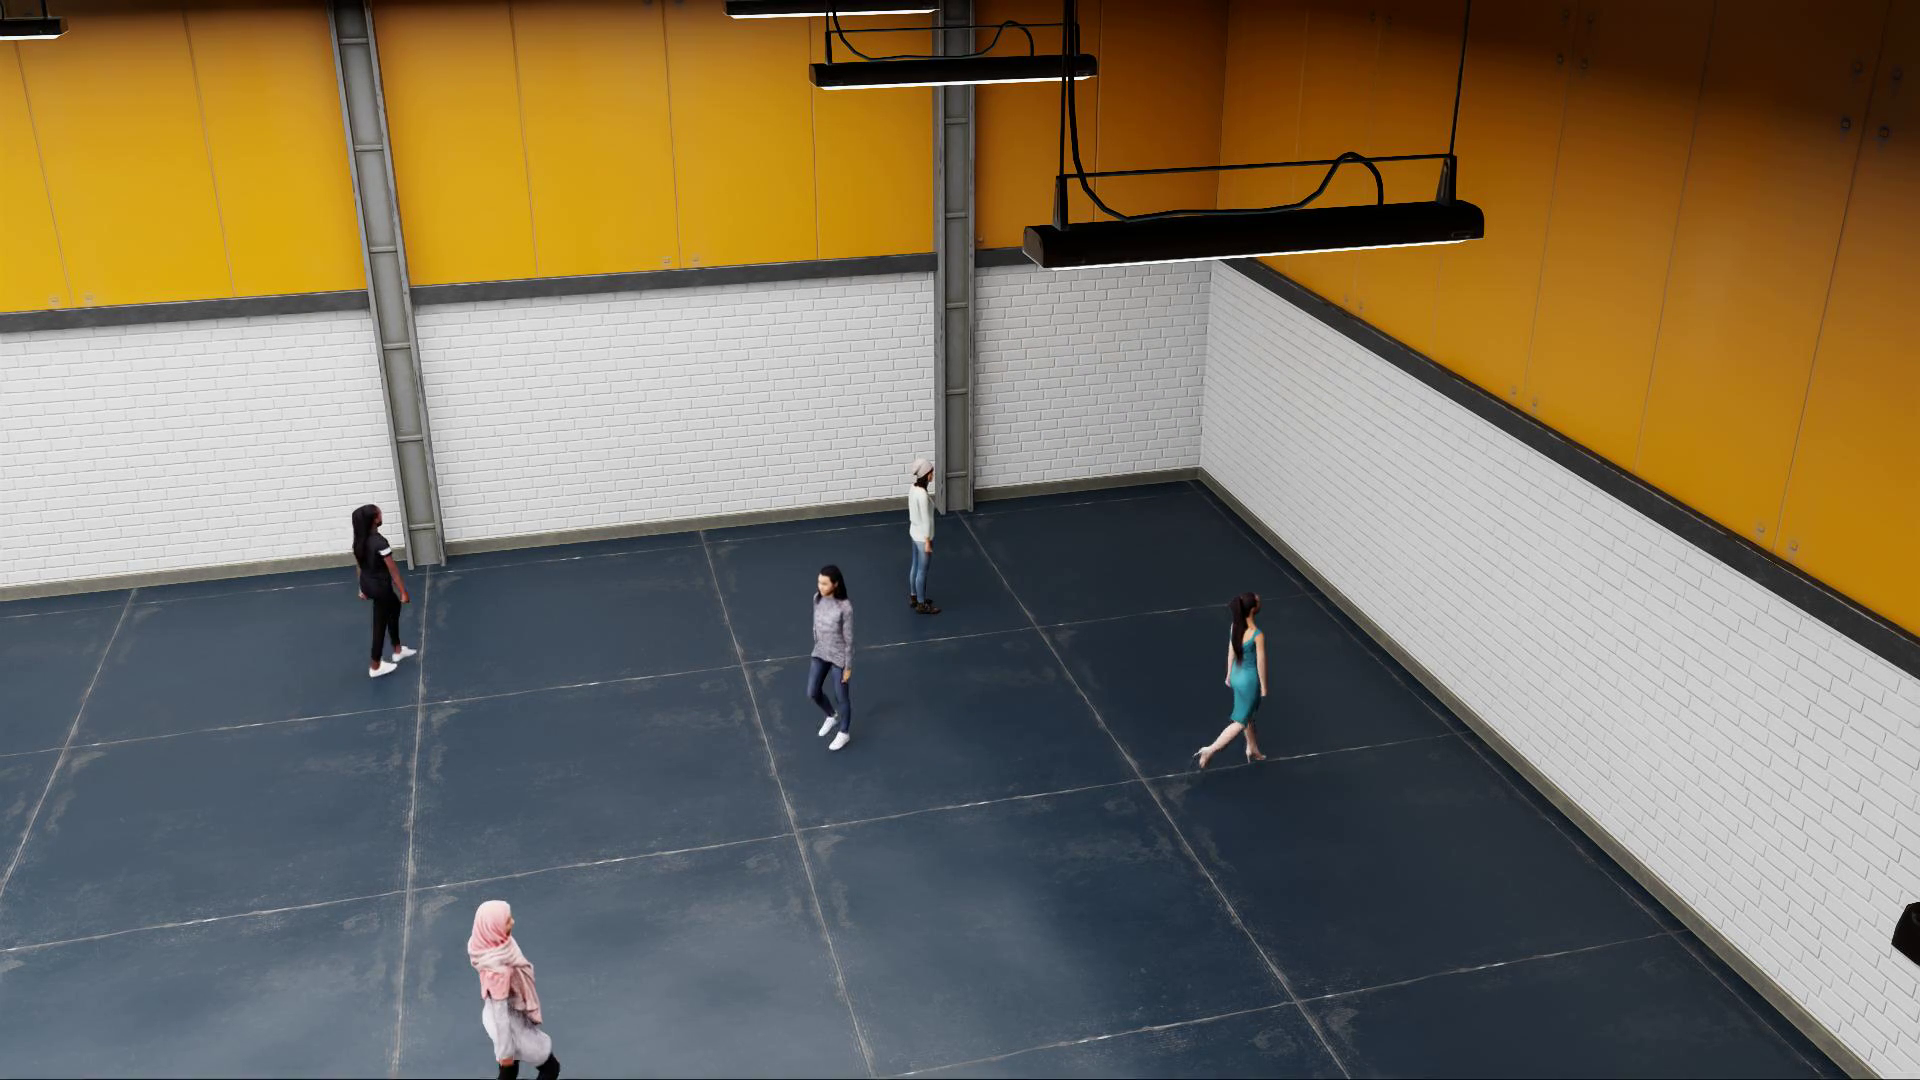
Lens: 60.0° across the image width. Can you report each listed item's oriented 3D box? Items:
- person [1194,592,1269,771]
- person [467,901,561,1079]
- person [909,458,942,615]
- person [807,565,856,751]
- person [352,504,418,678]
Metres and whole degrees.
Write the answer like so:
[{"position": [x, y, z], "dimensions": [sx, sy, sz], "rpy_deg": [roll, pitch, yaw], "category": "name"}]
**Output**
[{"position": [2.341, 1.237, 13.963], "dimensions": [1.044, 1.659, 0.699], "rpy_deg": [-12, 26, -26], "category": "person"}, {"position": [-2.776, 2.937, 9.907], "dimensions": [0.746, 1.792, 0.718], "rpy_deg": [-14, 27, -29], "category": "person"}, {"position": [-0.385, -0.056, 16.932], "dimensions": [0.491, 1.650, 0.567], "rpy_deg": [-7, 25, -16], "category": "person"}, {"position": [-1.041, 0.986, 14.459], "dimensions": [0.736, 1.722, 0.792], "rpy_deg": [14, 27, 29], "category": "person"}, {"position": [-5.520, 0.502, 15.579], "dimensions": [0.836, 1.711, 0.917], "rpy_deg": [19, 30, 36], "category": "person"}]
